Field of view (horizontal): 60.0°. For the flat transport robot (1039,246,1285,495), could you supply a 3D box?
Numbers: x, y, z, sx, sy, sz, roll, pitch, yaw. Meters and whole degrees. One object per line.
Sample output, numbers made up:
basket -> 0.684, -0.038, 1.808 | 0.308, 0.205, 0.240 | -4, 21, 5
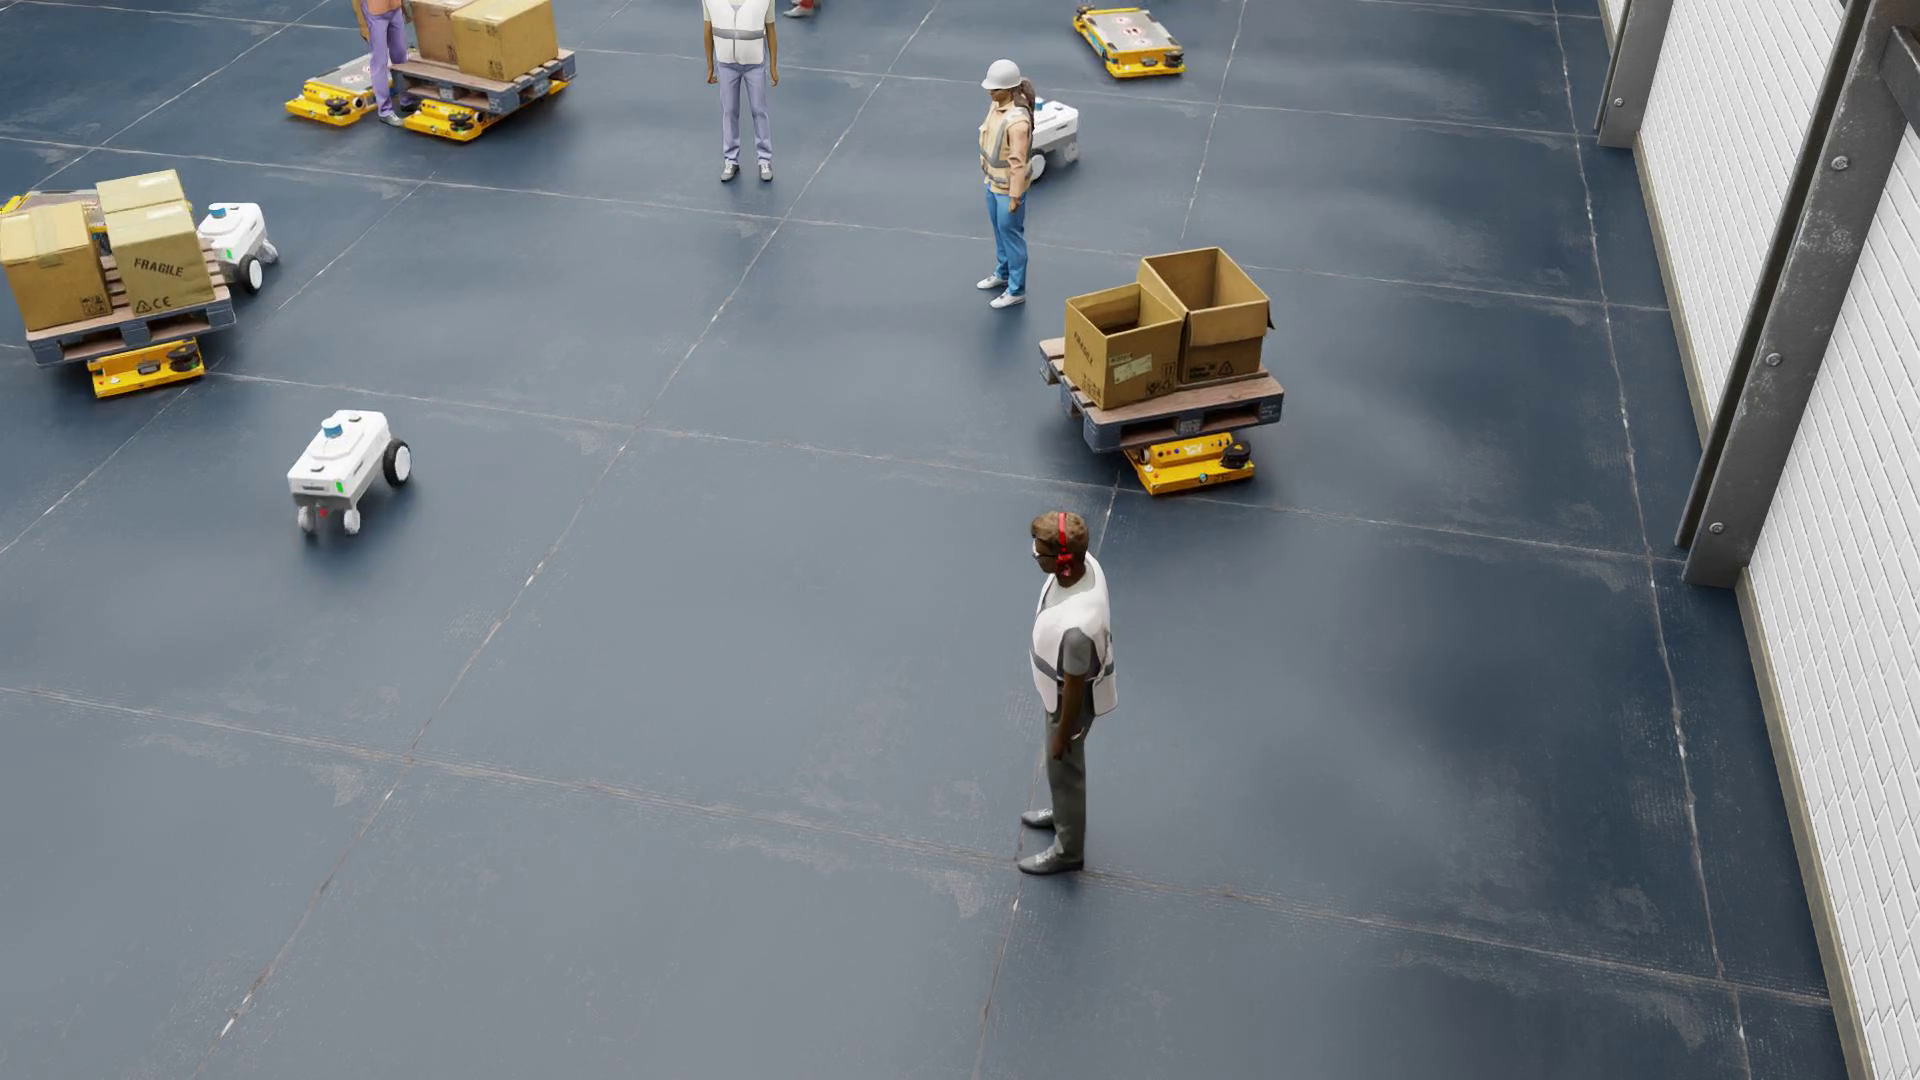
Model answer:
flat transport robot -> 1.222, -0.787, 10.272 | 0.659, 0.231, 1.431 | -10, 38, -14

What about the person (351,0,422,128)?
person -> -4.791, -4.354, 13.737 | 0.380, 1.836, 0.563 | 15, 39, 19

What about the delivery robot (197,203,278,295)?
delivery robot -> -5.174, -2.086, 11.765 | 0.525, 0.587, 0.741 | -1, 37, -1

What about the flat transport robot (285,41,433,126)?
flat transport robot -> -5.143, -4.010, 14.584 | 0.659, 0.231, 1.431 | 19, 41, 23

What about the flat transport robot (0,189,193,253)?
flat transport robot -> -6.561, -2.375, 12.397 | 1.431, 0.231, 0.659 | -3, 37, -3

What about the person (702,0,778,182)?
person -> -1.677, -3.678, 12.822 | 0.562, 1.846, 0.390 | 0, 37, 0

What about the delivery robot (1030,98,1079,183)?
delivery robot -> 0.590, -3.228, 13.296 | 0.768, 0.591, 0.499 | -29, 46, -33

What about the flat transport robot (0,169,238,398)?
flat transport robot -> -5.502, -1.417, 11.115 | 0.659, 0.231, 1.431 | -17, 40, -22

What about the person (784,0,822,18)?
person -> -1.533, -5.960, 15.871 | 0.441, 1.861, 0.544 | 4, 37, 5

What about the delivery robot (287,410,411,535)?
delivery robot -> -3.541, -0.429, 9.567 | 0.499, 0.610, 0.814 | 4, 37, 5

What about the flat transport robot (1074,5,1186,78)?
flat transport robot -> 1.559, -4.639, 15.426 | 0.659, 0.231, 1.431 | -7, 37, -10

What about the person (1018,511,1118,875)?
person -> 0.462, 0.651, 7.044 | 0.404, 1.833, 0.563 | 0, 37, 0

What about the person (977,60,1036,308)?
person -> 0.318, -2.411, 11.233 | 0.377, 1.723, 0.493 | -11, 38, -14

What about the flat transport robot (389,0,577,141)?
flat transport robot -> -4.067, -3.824, 14.335 | 0.659, 0.231, 1.431 | 16, 40, 21
